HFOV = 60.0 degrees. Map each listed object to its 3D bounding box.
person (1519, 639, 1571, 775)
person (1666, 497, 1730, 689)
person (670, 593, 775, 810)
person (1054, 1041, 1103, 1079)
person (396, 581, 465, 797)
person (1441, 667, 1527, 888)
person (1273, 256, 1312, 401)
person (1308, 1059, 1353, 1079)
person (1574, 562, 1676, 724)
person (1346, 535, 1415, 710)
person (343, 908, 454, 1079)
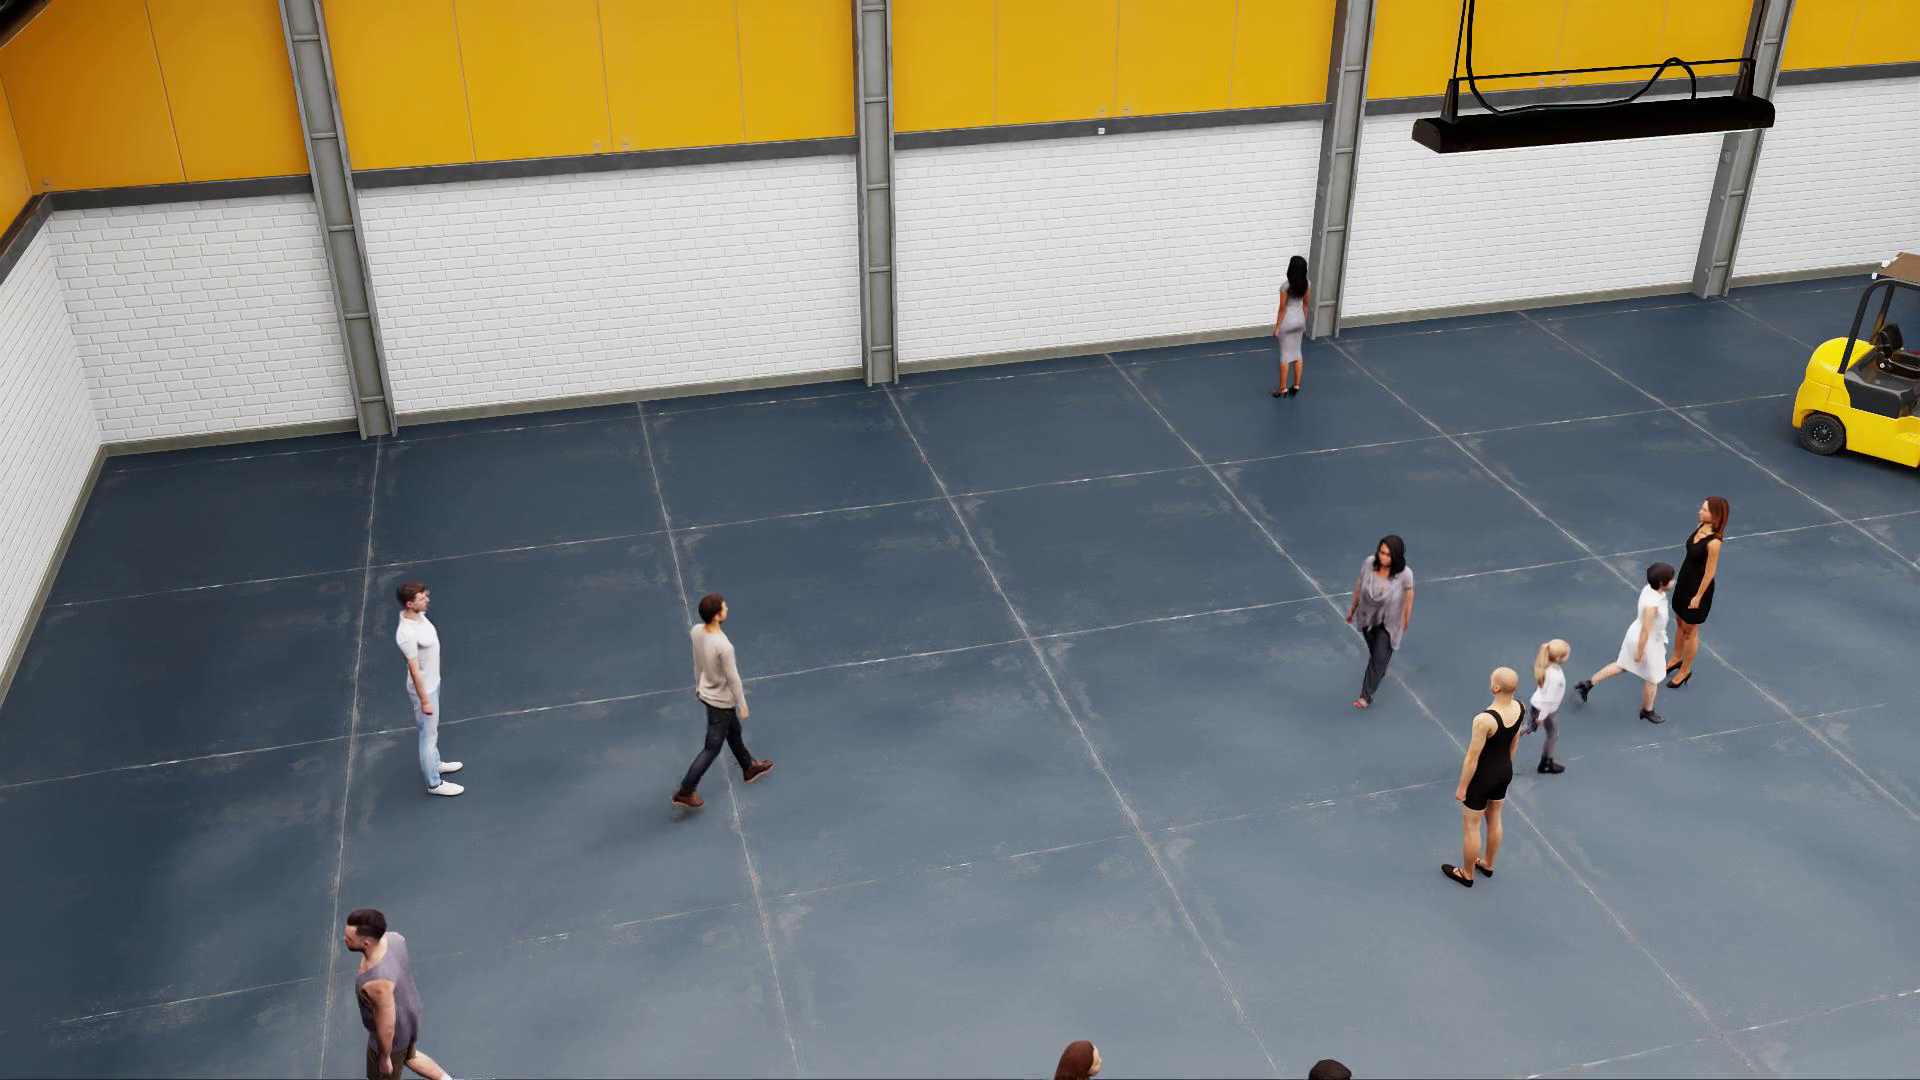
[{"bbox_3d":[4.630,1.336,13.371,0.879,1.262,0.586,-1,29,-2],"label":"person"},{"bbox_3d":[6.354,0.450,14.397,0.614,1.835,0.638,1,29,1],"label":"person"},{"bbox_3d":[-1.943,1.276,12.888,1.300,1.830,1.010,-21,35,-33],"label":"person"},{"bbox_3d":[0.569,3.418,9.367,1.002,1.442,0.721,0,29,0],"label":"person"},{"bbox_3d":[-4.228,1.147,13.099,0.536,1.855,0.646,-6,29,-11],"label":"person"},{"bbox_3d":[3.851,1.721,12.089,0.566,1.815,0.765,-18,33,-29],"label":"person"},{"bbox_3d":[3.980,-2.555,19.962,0.518,1.781,0.682,-12,31,-21],"label":"person"},{"bbox_3d":[1.923,3.464,8.990,0.756,1.722,0.693,16,32,27],"label":"person"},{"bbox_3d":[5.662,0.855,13.975,1.070,1.529,0.860,6,29,11],"label":"person"},{"bbox_3d":[3.668,0.633,14.344,0.931,1.566,1.103,26,38,38],"label":"person"},{"bbox_3d":[-3.265,2.841,9.734,0.976,1.833,0.788,-1,29,-2],"label":"person"}]
